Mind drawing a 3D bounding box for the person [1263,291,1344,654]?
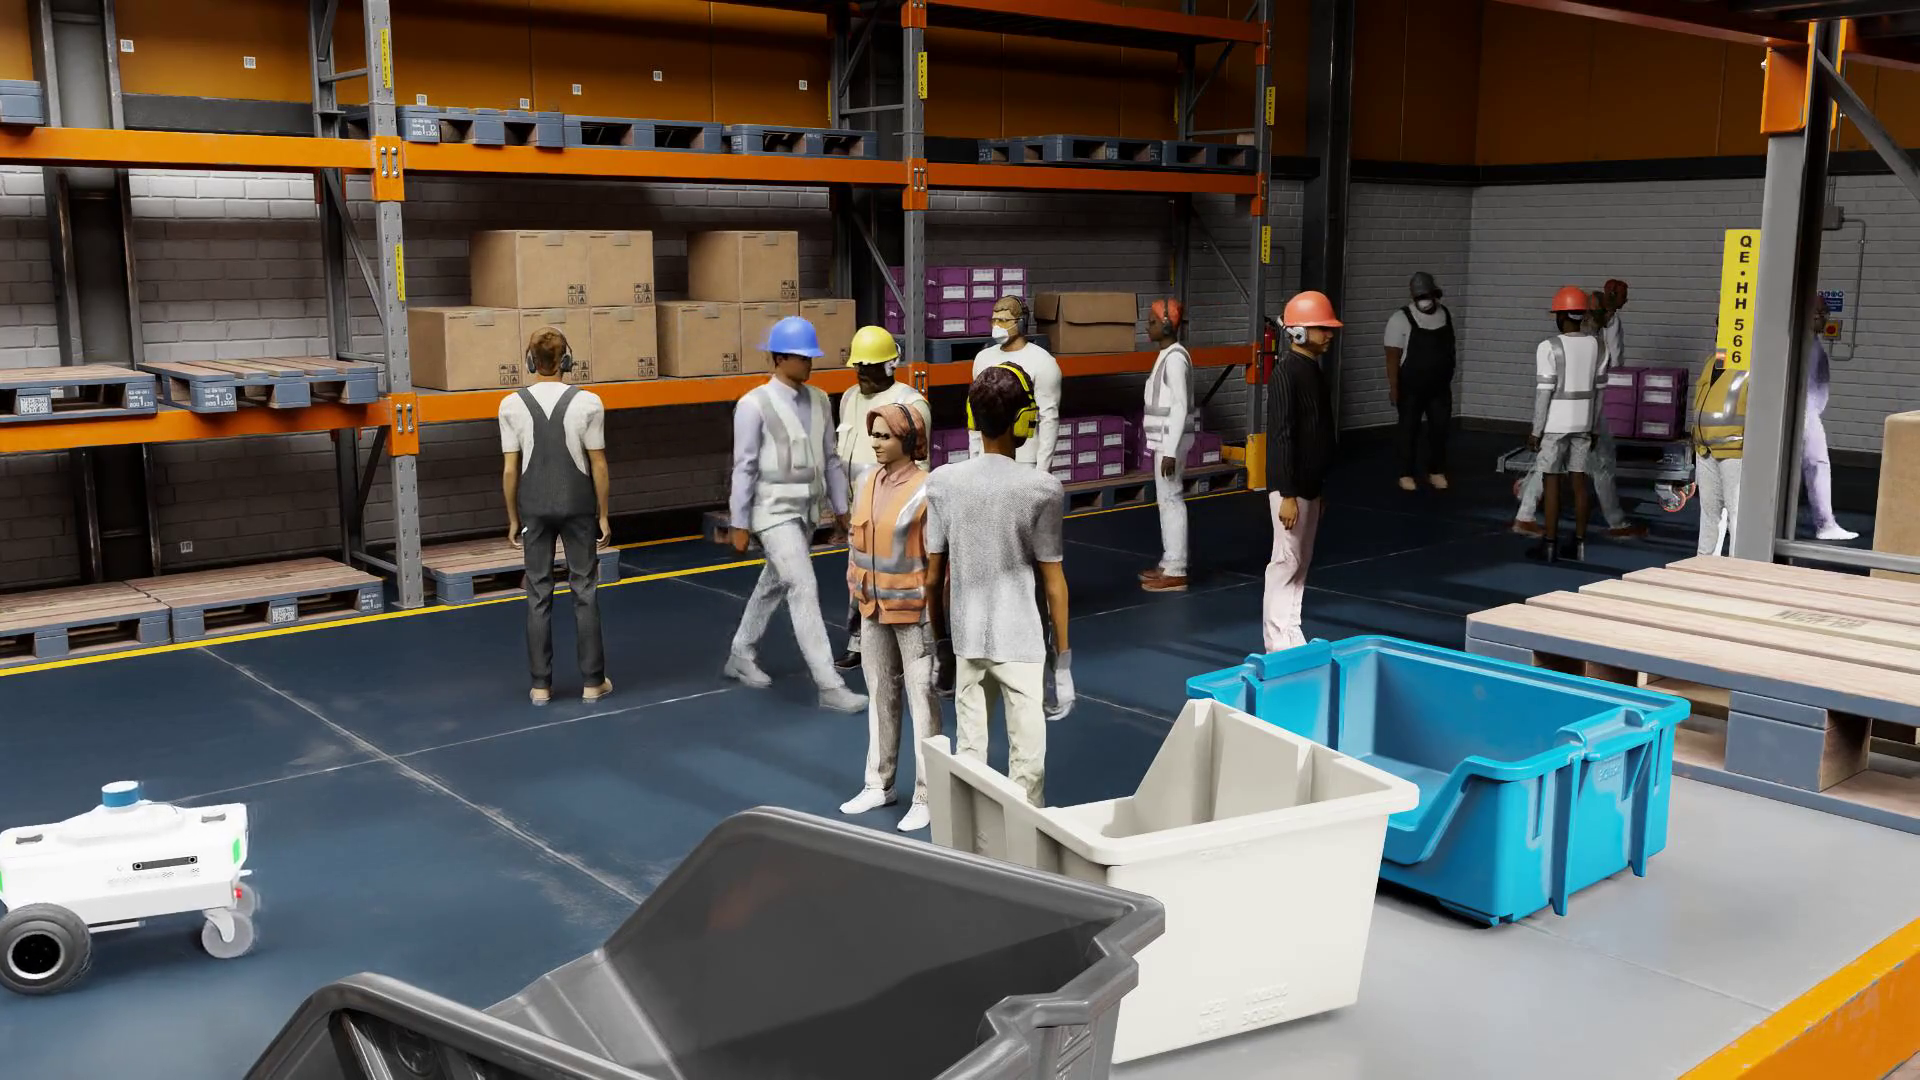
[{"bbox_3d":[1.751,-0.273,8.547,0.382,1.995,0.612,5,11,25],"label":"person"}]

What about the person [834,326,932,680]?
[{"bbox_3d":[-0.430,-0.186,8.543,0.586,1.823,0.403,8,13,39],"label":"person"}]

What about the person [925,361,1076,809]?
[{"bbox_3d":[0.137,0.373,5.283,0.508,1.872,0.329,5,11,27],"label":"person"}]

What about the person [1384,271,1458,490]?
[{"bbox_3d":[4.146,-1.444,14.977,0.702,2.000,0.608,-1,10,-6],"label":"person"}]

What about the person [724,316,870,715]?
[{"bbox_3d":[-0.842,-0.137,8.100,1.011,1.900,0.608,6,12,32],"label":"person"}]

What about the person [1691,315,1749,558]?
[{"bbox_3d":[4.894,-0.568,10.626,0.430,1.845,0.620,-2,10,-13],"label":"person"}]

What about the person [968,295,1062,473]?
[{"bbox_3d":[0.294,-0.449,9.689,0.632,1.940,0.372,8,13,38],"label":"person"}]

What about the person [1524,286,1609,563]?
[{"bbox_3d":[4.245,-0.806,11.697,0.552,1.934,0.363,-3,10,-15],"label":"person"}]

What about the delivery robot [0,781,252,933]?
[{"bbox_3d":[-2.604,0.998,5.198,0.707,0.478,0.477,-4,11,-21],"label":"delivery robot"}]

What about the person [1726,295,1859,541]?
[{"bbox_3d":[6.260,-0.912,12.523,0.983,1.866,0.644,0,10,-2],"label":"person"}]

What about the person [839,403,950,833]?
[{"bbox_3d":[-0.238,0.289,6.396,0.513,1.641,0.307,9,14,42],"label":"person"}]

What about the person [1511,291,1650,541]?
[{"bbox_3d":[4.672,-0.924,12.504,1.026,1.890,0.648,0,10,-3],"label":"person"}]

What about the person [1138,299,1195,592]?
[{"bbox_3d":[1.342,-0.608,10.734,0.337,1.882,0.584,0,10,3],"label":"person"}]

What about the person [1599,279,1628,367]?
[{"bbox_3d":[6.374,-1.624,16.420,0.359,1.886,0.573,1,10,4],"label":"person"}]

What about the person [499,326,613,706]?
[{"bbox_3d":[-1.949,-0.109,8.062,0.506,1.841,0.346,-1,10,-6],"label":"person"}]
